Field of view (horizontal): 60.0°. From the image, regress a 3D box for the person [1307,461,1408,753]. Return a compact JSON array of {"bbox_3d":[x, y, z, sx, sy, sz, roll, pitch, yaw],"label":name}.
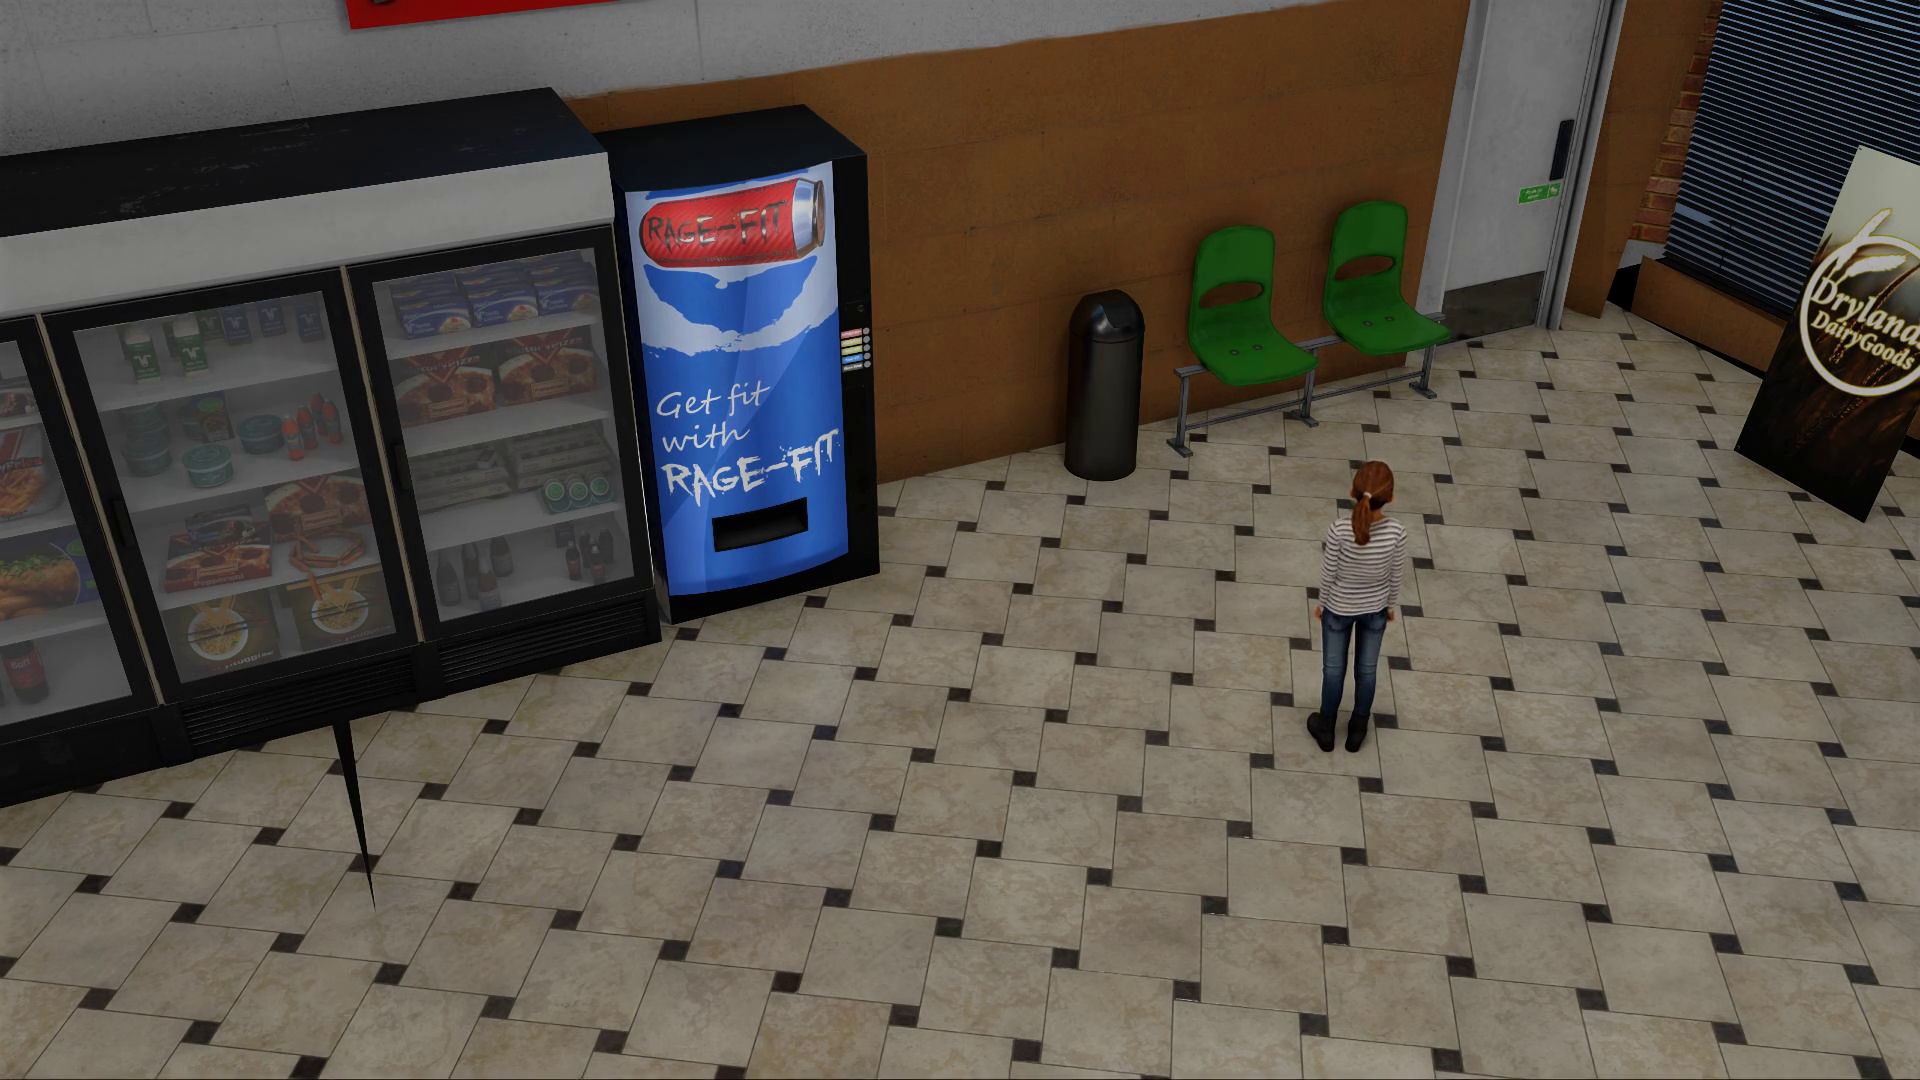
[{"bbox_3d":[1.577,0.276,6.618,0.555,1.316,0.604,2,32,3],"label":"person"}]
